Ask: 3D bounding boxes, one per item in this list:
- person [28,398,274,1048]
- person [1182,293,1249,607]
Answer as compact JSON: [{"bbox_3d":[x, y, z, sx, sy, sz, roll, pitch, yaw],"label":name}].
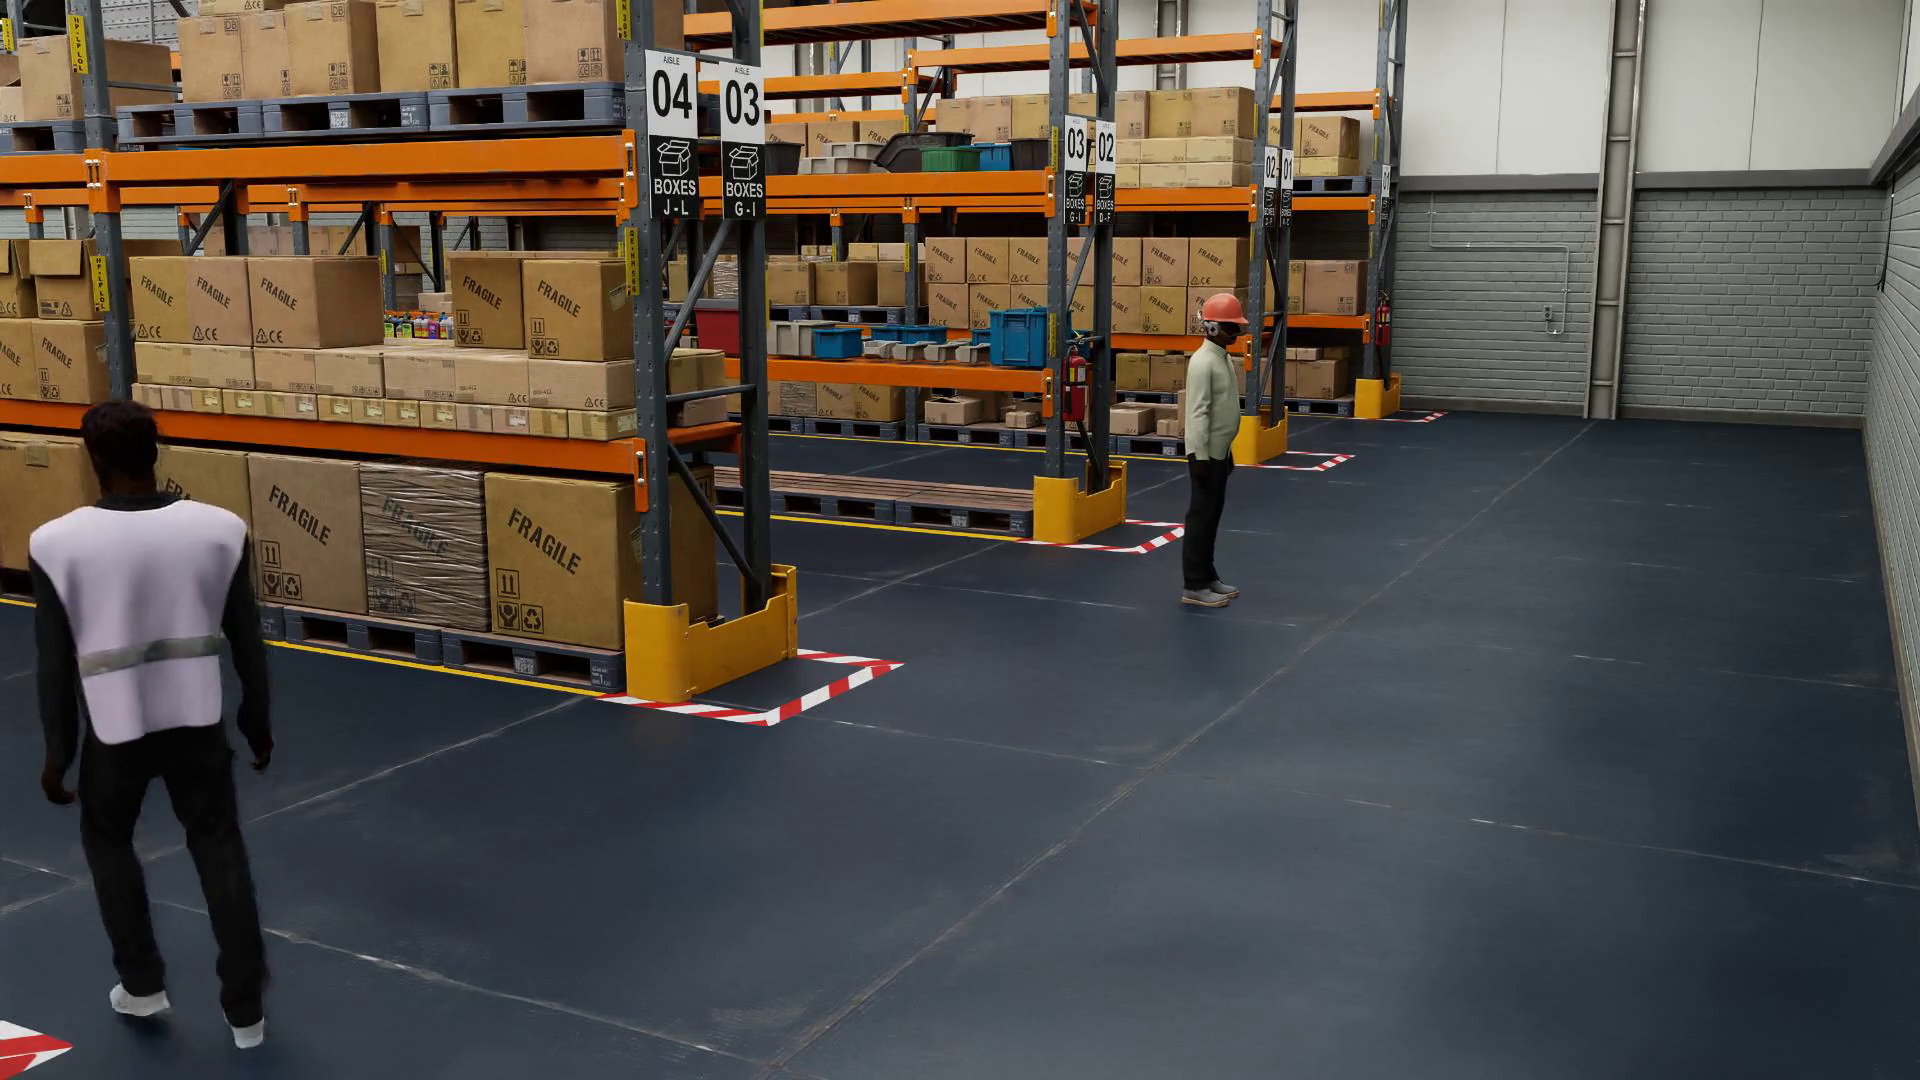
[{"bbox_3d":[-2.355,0.531,4.859,0.625,1.888,0.713,-8,13,-39],"label":"person"},{"bbox_3d":[1.626,-0.573,10.618,0.401,1.989,0.613,4,11,22],"label":"person"}]
